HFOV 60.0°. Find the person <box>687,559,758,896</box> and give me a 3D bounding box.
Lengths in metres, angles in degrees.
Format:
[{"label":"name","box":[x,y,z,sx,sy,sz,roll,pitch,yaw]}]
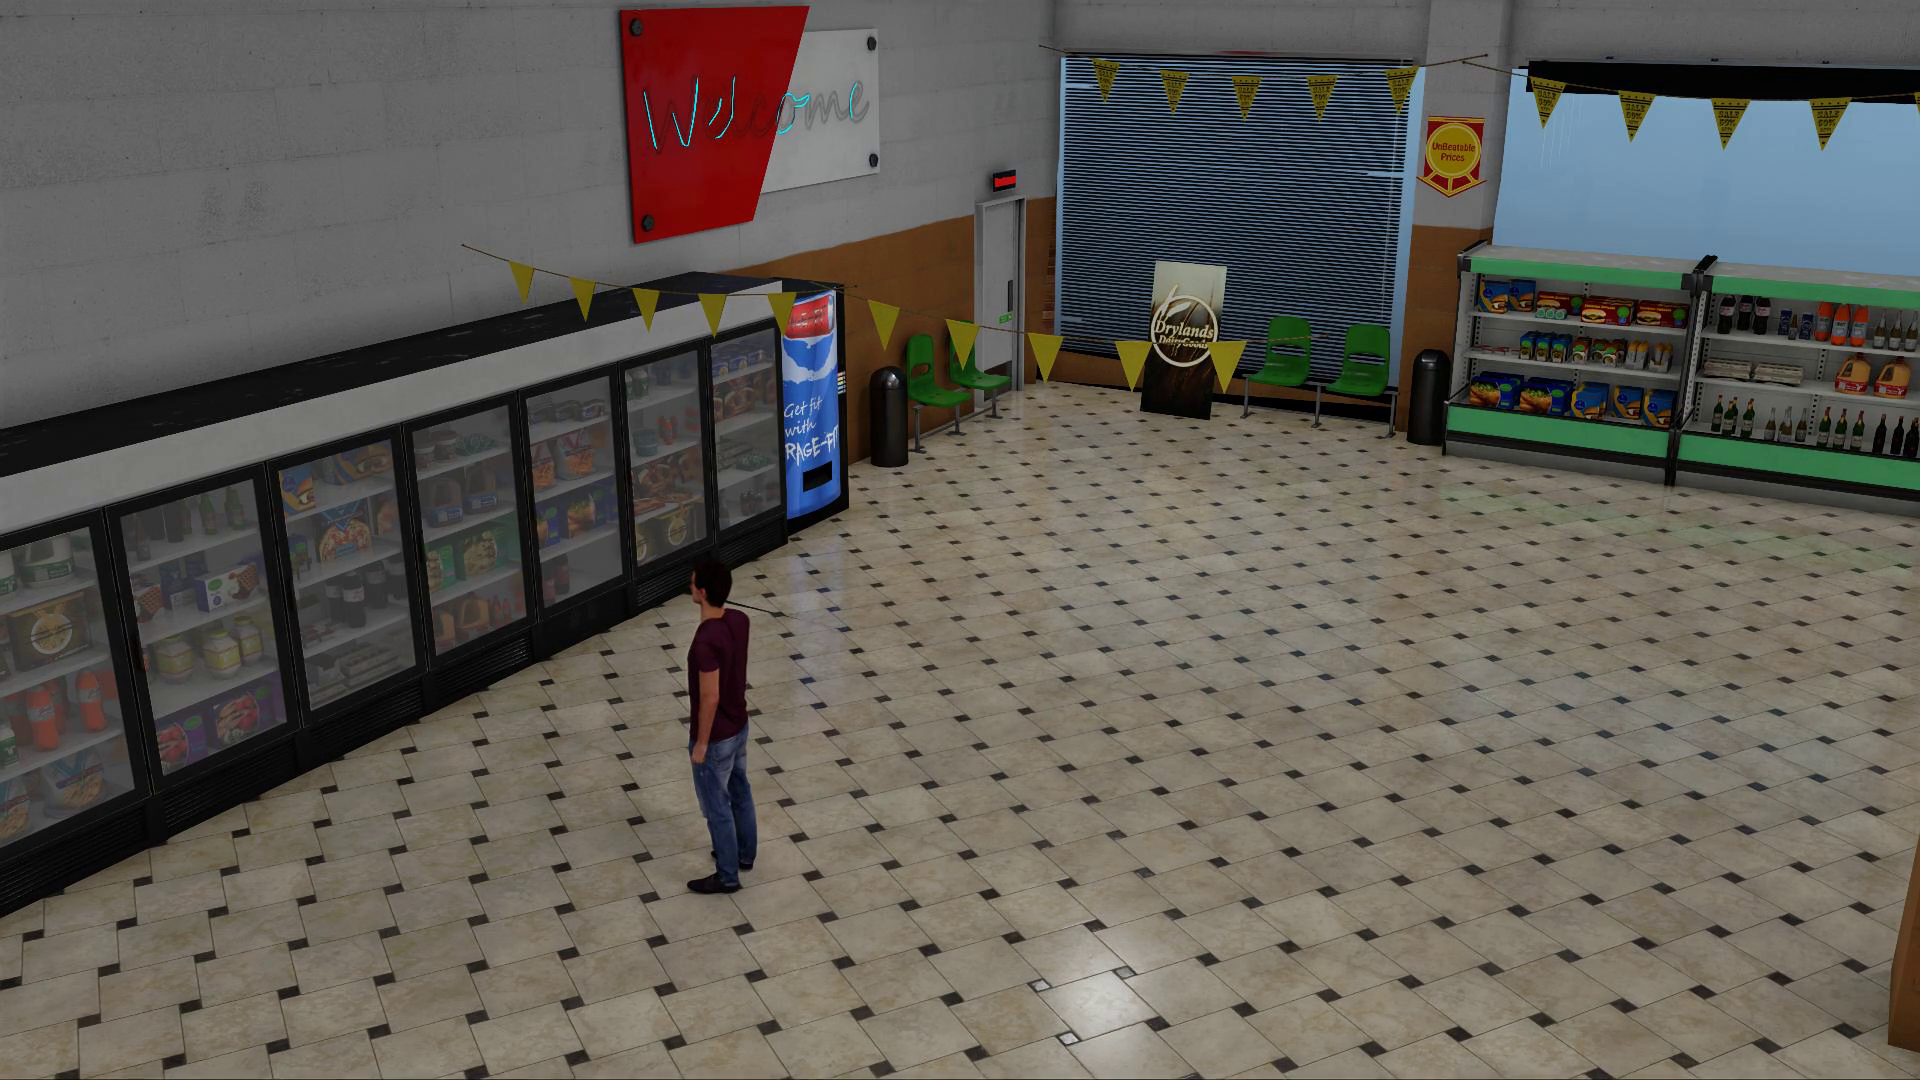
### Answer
[{"label":"person","box":[-1.266,0.974,8.784,0.634,1.855,0.706,5,19,16]}]
